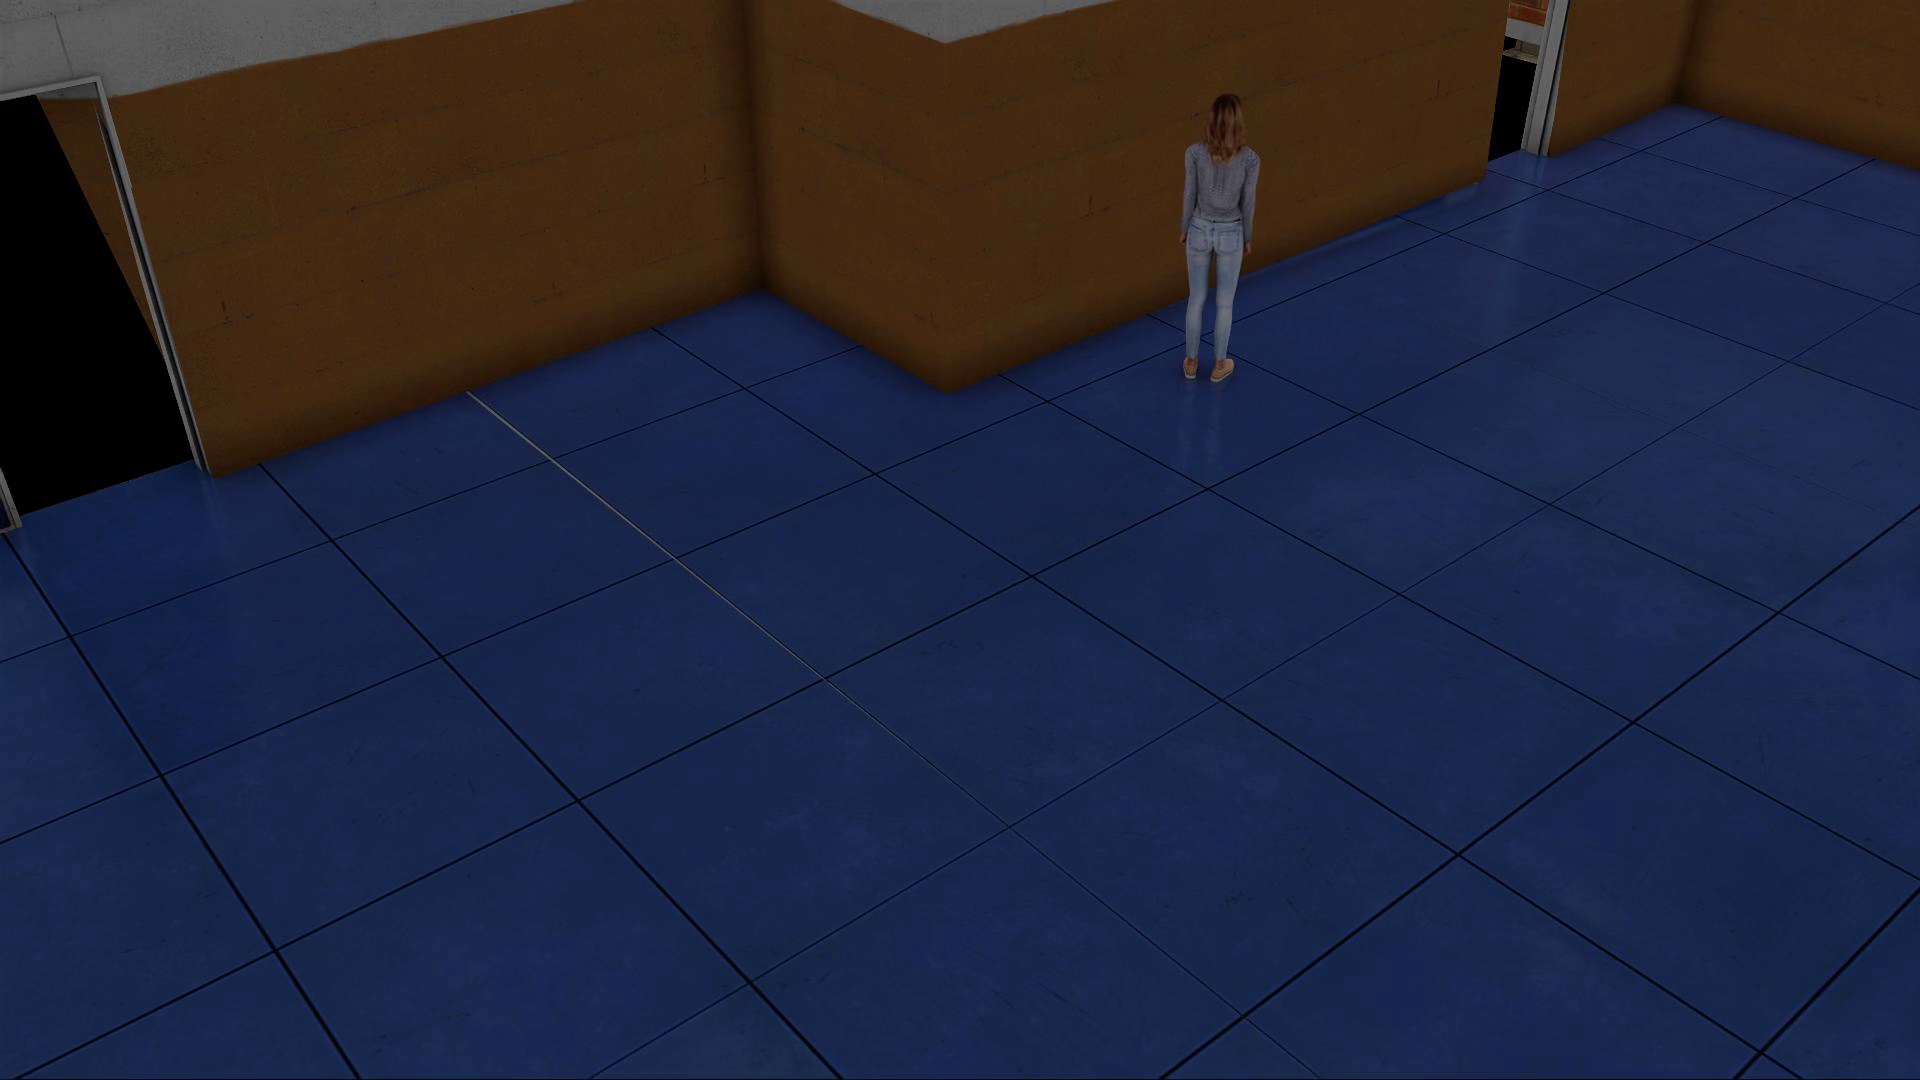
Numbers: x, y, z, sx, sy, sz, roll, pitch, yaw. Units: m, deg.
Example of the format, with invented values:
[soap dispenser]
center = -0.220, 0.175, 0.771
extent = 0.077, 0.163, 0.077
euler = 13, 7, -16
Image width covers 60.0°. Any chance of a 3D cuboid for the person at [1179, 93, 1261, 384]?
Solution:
[person]
center = 1.539, -1.812, 10.036
extent = 0.614, 1.795, 0.720
euler = 9, 35, 14
